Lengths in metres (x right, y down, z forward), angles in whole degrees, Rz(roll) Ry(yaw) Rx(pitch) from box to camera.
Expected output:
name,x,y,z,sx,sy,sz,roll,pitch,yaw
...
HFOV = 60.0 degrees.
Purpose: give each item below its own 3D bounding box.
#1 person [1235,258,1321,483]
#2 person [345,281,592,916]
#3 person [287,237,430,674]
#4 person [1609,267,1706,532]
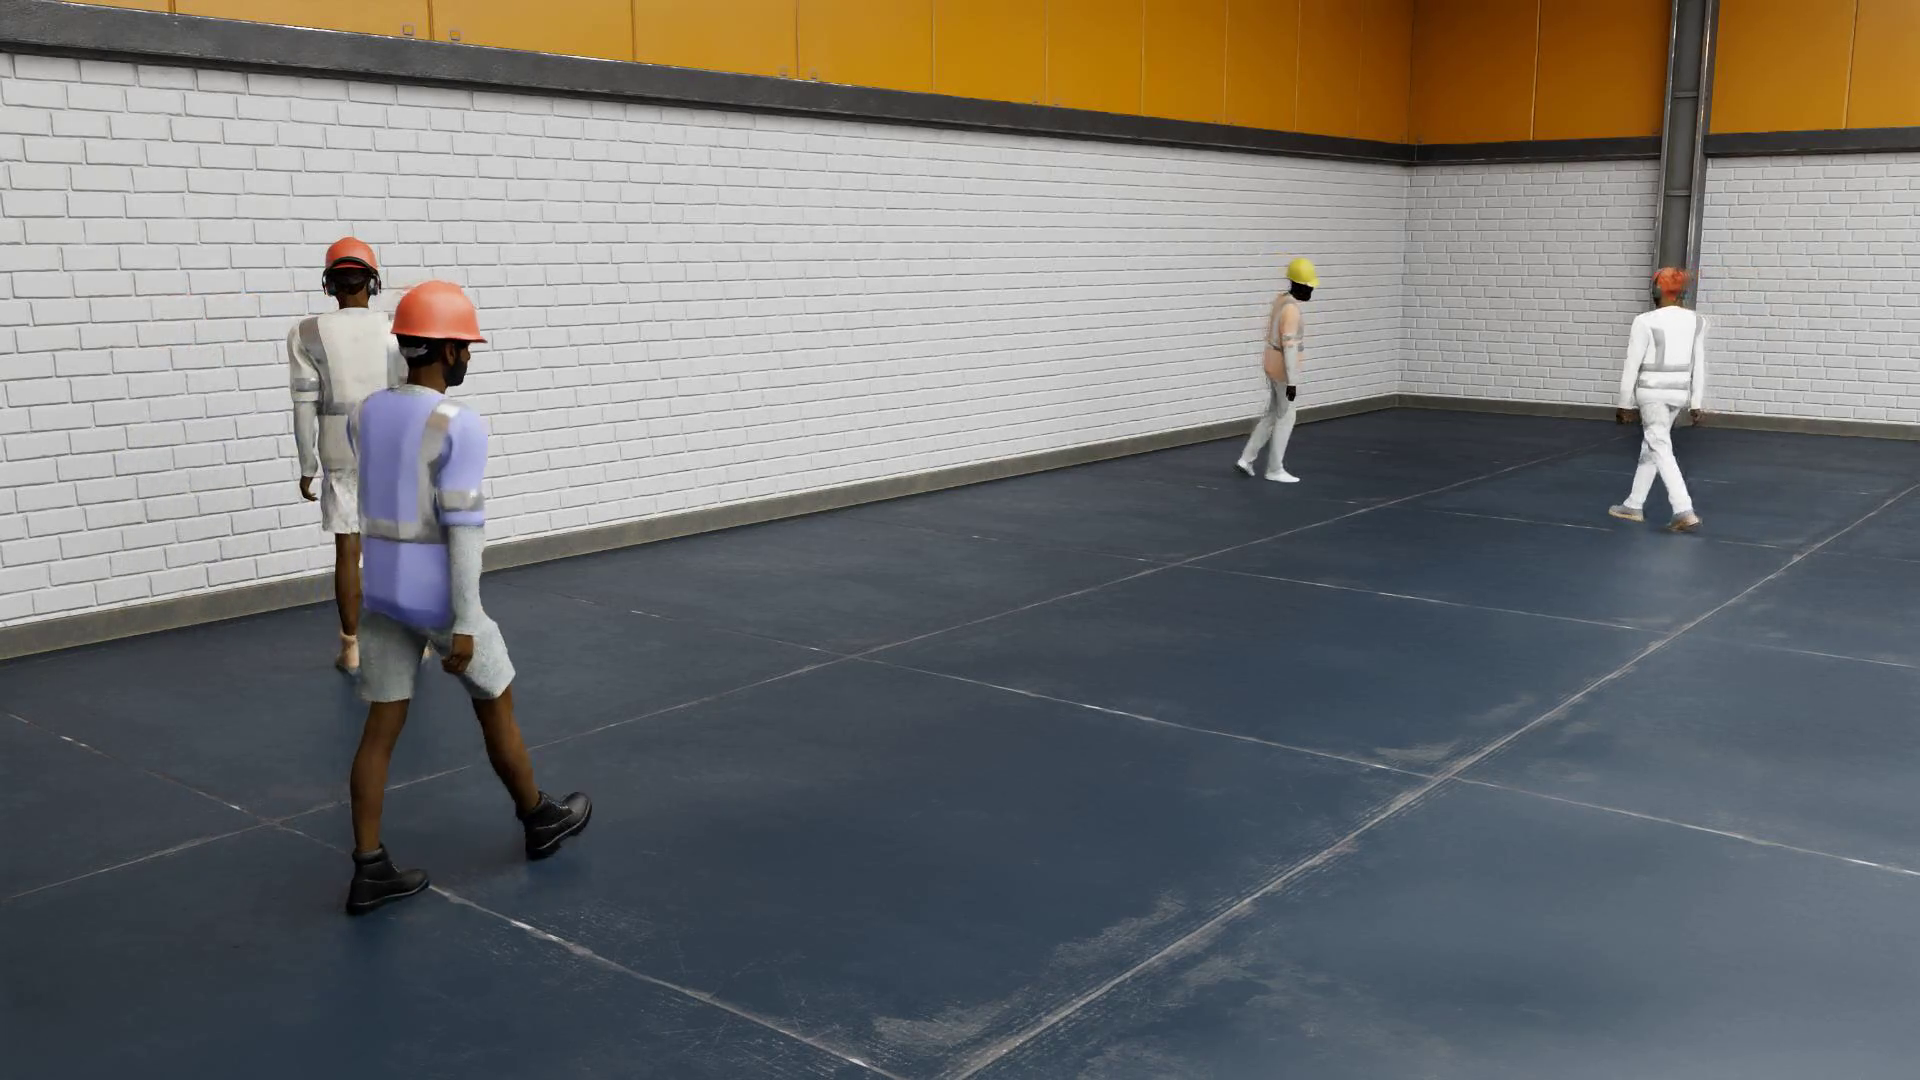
name,x,y,z,sx,sy,sz,roll,pitch,yaw
person,2.640,-1.404,13.875,0.673,1.874,0.660,1,10,8
person,-1.593,0.154,5.199,0.568,1.891,0.957,5,11,26
person,-2.789,-0.386,7.790,0.605,2.034,0.387,-4,11,-19
person,4.951,-0.991,11.689,0.589,1.844,0.964,-3,11,-17
